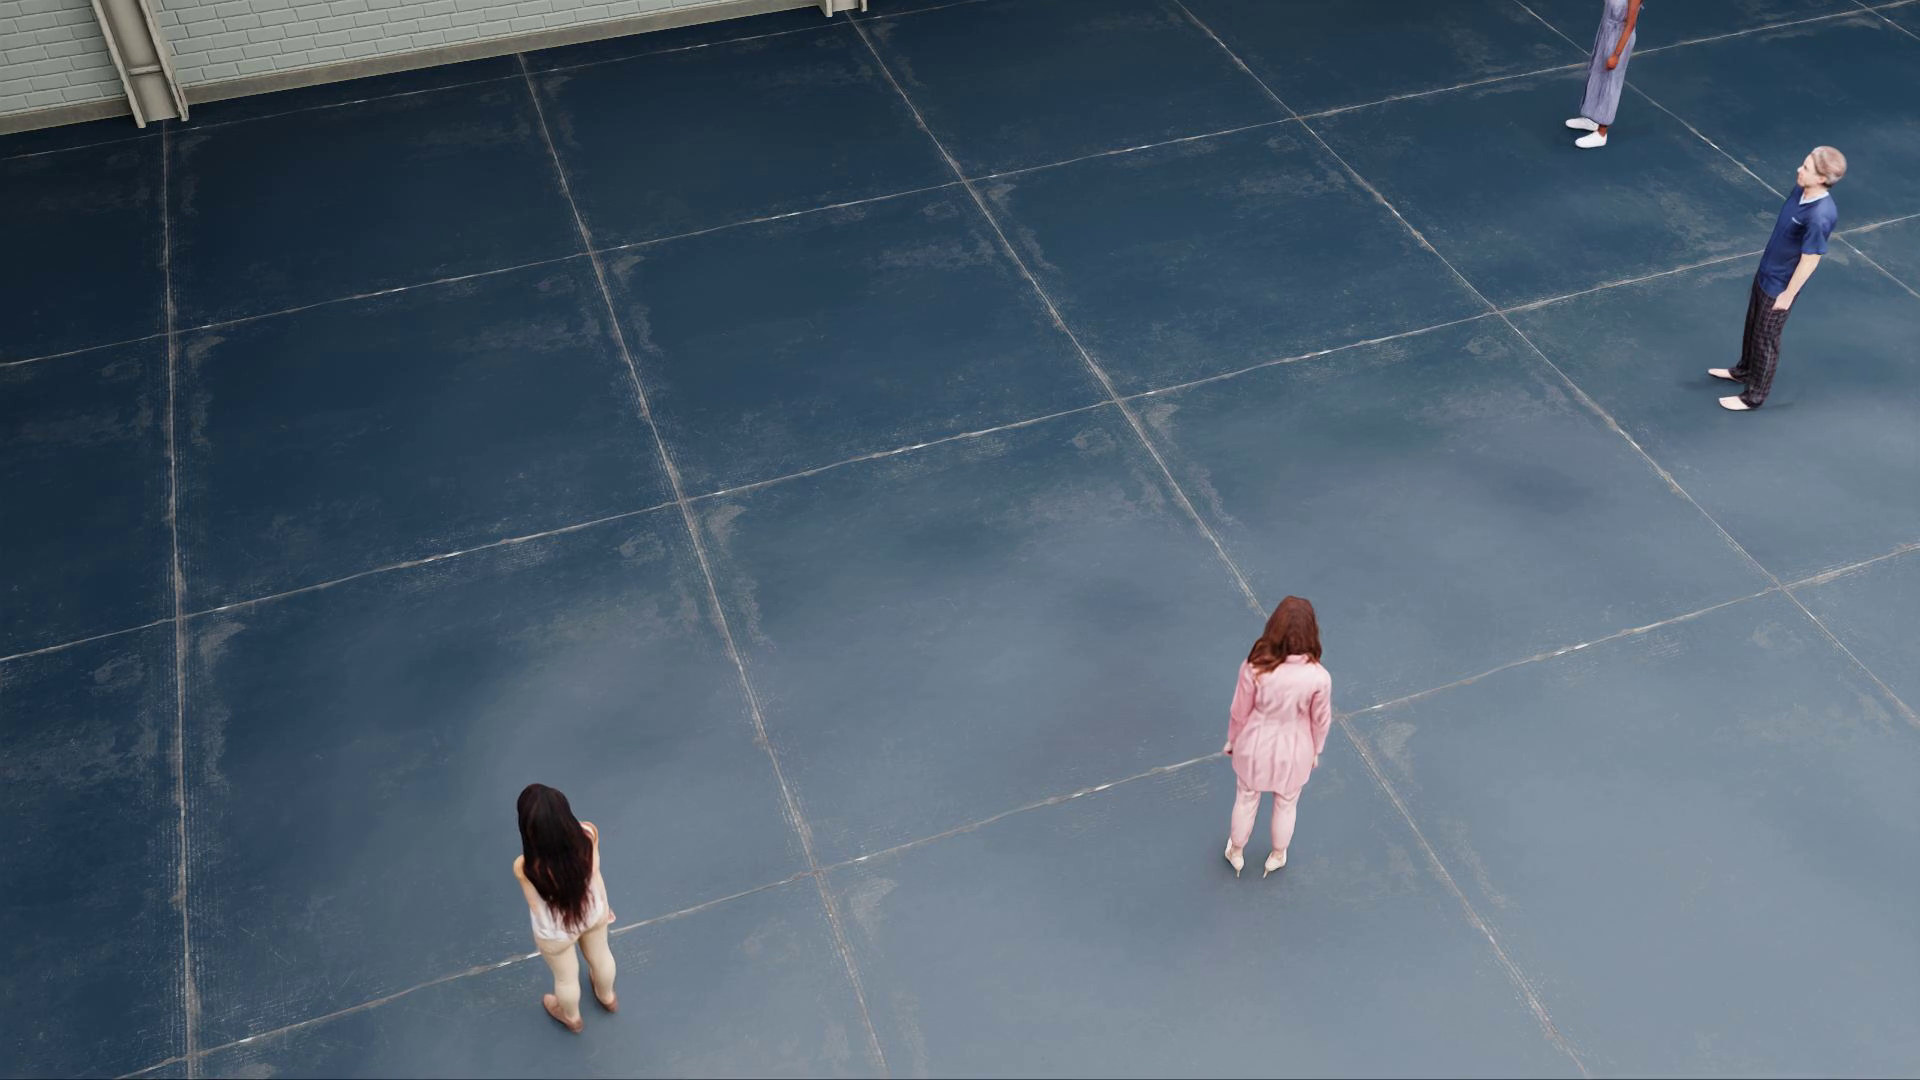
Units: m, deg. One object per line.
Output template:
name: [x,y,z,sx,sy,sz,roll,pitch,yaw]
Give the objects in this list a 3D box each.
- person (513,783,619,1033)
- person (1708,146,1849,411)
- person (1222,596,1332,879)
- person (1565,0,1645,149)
person: [-1.695,1.633,7.255,0.690,1.652,0.634,19,46,19]
person: [5.253,-1.670,10.632,0.716,1.871,0.738,5,43,6]
person: [1.474,0.986,7.839,0.651,1.802,0.753,10,44,10]
person: [5.201,-3.953,13.206,0.626,1.695,0.646,1,43,1]
